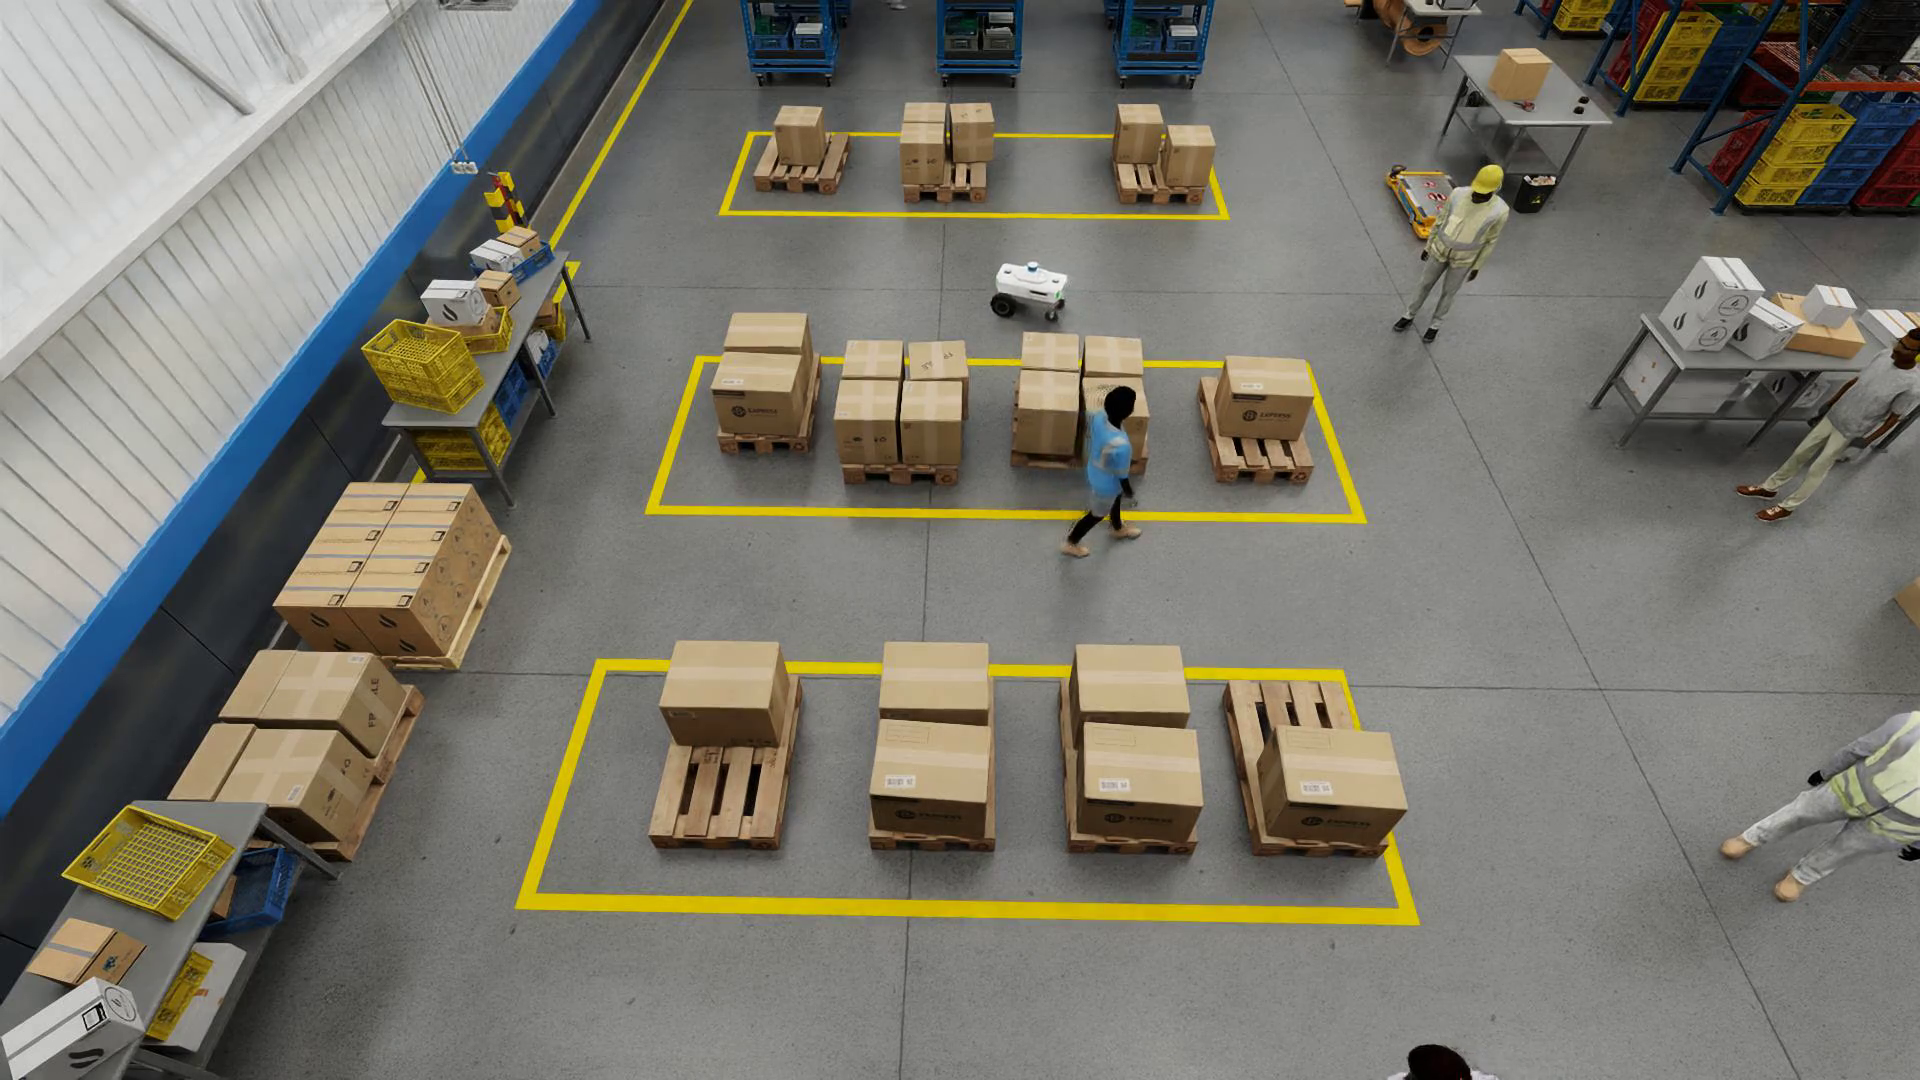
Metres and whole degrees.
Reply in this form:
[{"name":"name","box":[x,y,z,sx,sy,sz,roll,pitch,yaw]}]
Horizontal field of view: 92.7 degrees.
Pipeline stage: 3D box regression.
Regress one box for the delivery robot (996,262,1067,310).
[{"name":"delivery robot","box":[0.746,-2.671,9.581,0.707,0.478,0.477,15,51,12]}]

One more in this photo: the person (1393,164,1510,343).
[{"name":"person","box":[4.788,-2.772,8.895,0.586,1.824,0.403,34,57,26]}]

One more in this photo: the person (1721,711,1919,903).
[{"name":"person","box":[5.177,1.510,5.177,0.430,1.845,0.624,-24,53,-20]}]

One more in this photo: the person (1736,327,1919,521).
[{"name":"person","box":[6.958,-0.893,7.238,0.311,1.869,0.533,1,49,1]}]

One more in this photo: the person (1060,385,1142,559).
[{"name":"person","box":[1.143,-0.483,7.022,0.709,1.674,0.545,-4,49,-3]}]

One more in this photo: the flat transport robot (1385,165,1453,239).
[{"name":"flat transport robot","box":[5.692,-4.094,11.059,0.652,0.197,1.431,1,49,1]}]

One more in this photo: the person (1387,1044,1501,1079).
[{"name":"person","box":[2.052,2.691,4.136,0.749,1.873,0.424,-1,49,-1]}]

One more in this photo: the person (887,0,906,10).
[{"name":"person","box":[-1.079,-9.572,14.902,0.312,1.636,0.518,-10,50,-8]}]
